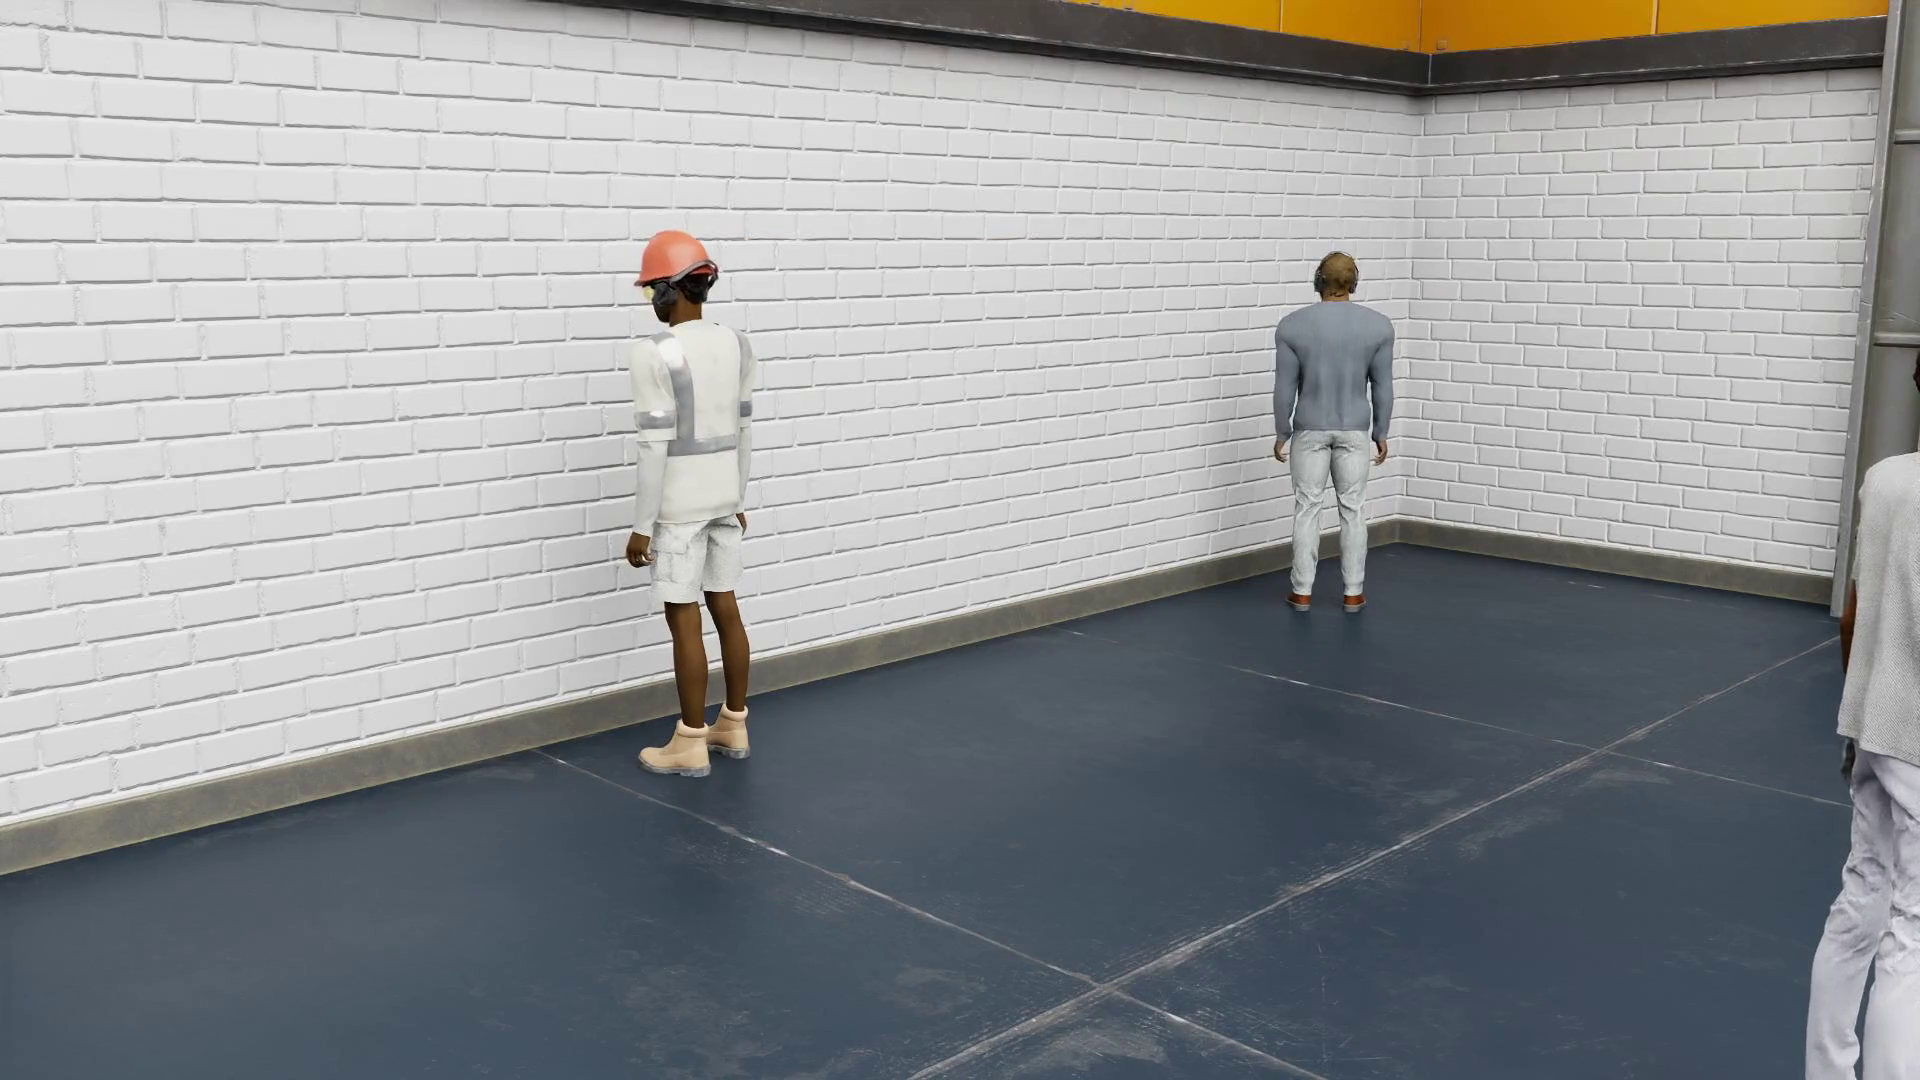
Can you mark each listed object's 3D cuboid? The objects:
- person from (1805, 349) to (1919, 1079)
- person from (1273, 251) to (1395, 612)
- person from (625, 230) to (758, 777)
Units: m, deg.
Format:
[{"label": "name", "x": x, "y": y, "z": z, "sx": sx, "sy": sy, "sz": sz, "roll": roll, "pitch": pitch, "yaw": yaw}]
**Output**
[{"label": "person", "x": 2.048, "y": 0.459, "z": 3.533, "sx": 0.334, "sy": 1.864, "sz": 0.521, "roll": 1, "pitch": 10, "yaw": 3}, {"label": "person", "x": 1.997, "y": -0.573, "z": 8.943, "sx": 0.636, "sy": 1.939, "sz": 0.364, "roll": 1, "pitch": 10, "yaw": 8}, {"label": "person", "x": -1.025, "y": -0.130, "z": 6.255, "sx": 0.381, "sy": 2.042, "sz": 0.604, "roll": 7, "pitch": 12, "yaw": 32}]
